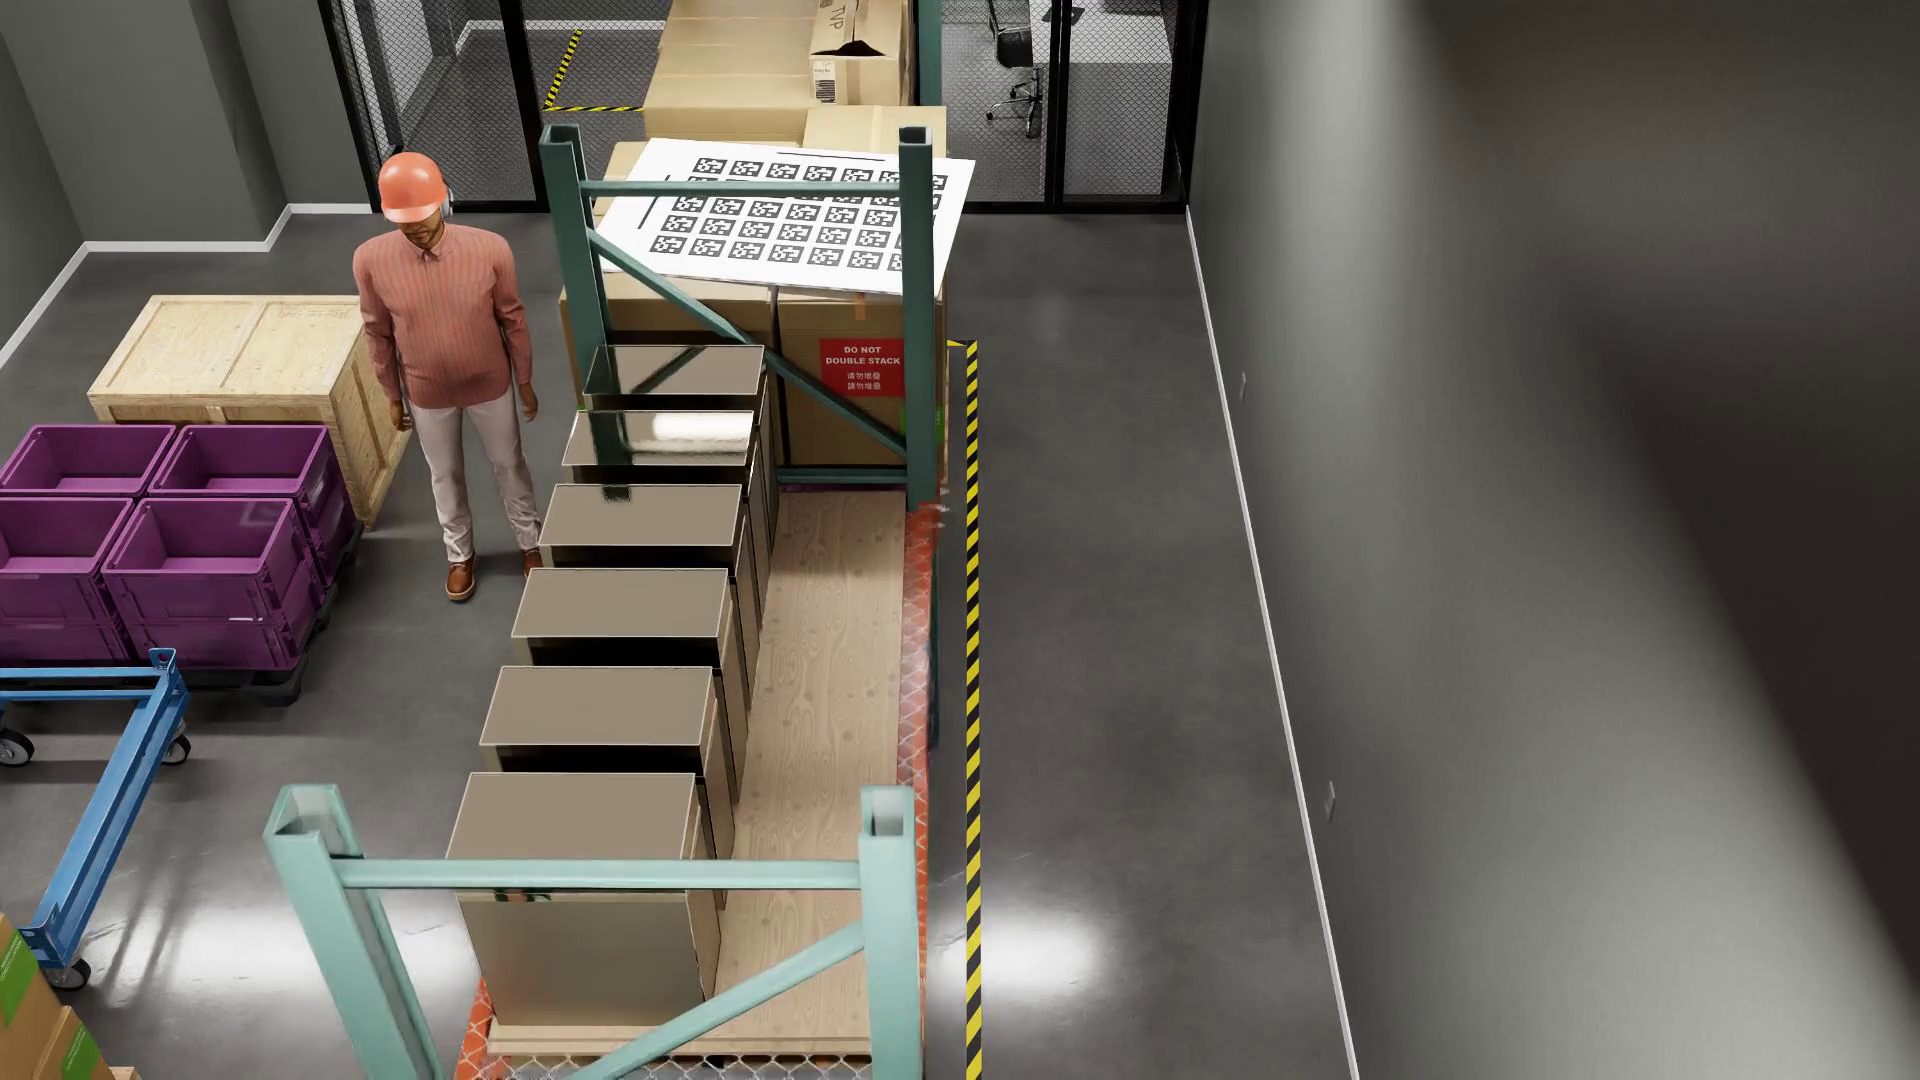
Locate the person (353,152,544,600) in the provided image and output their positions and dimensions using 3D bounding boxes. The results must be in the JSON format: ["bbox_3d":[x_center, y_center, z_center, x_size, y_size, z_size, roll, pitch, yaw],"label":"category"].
[{"bbox_3d":[-1.975,-0.619,6.552,0.608,1.995,0.377,-9,42,-10],"label":"person"}]
